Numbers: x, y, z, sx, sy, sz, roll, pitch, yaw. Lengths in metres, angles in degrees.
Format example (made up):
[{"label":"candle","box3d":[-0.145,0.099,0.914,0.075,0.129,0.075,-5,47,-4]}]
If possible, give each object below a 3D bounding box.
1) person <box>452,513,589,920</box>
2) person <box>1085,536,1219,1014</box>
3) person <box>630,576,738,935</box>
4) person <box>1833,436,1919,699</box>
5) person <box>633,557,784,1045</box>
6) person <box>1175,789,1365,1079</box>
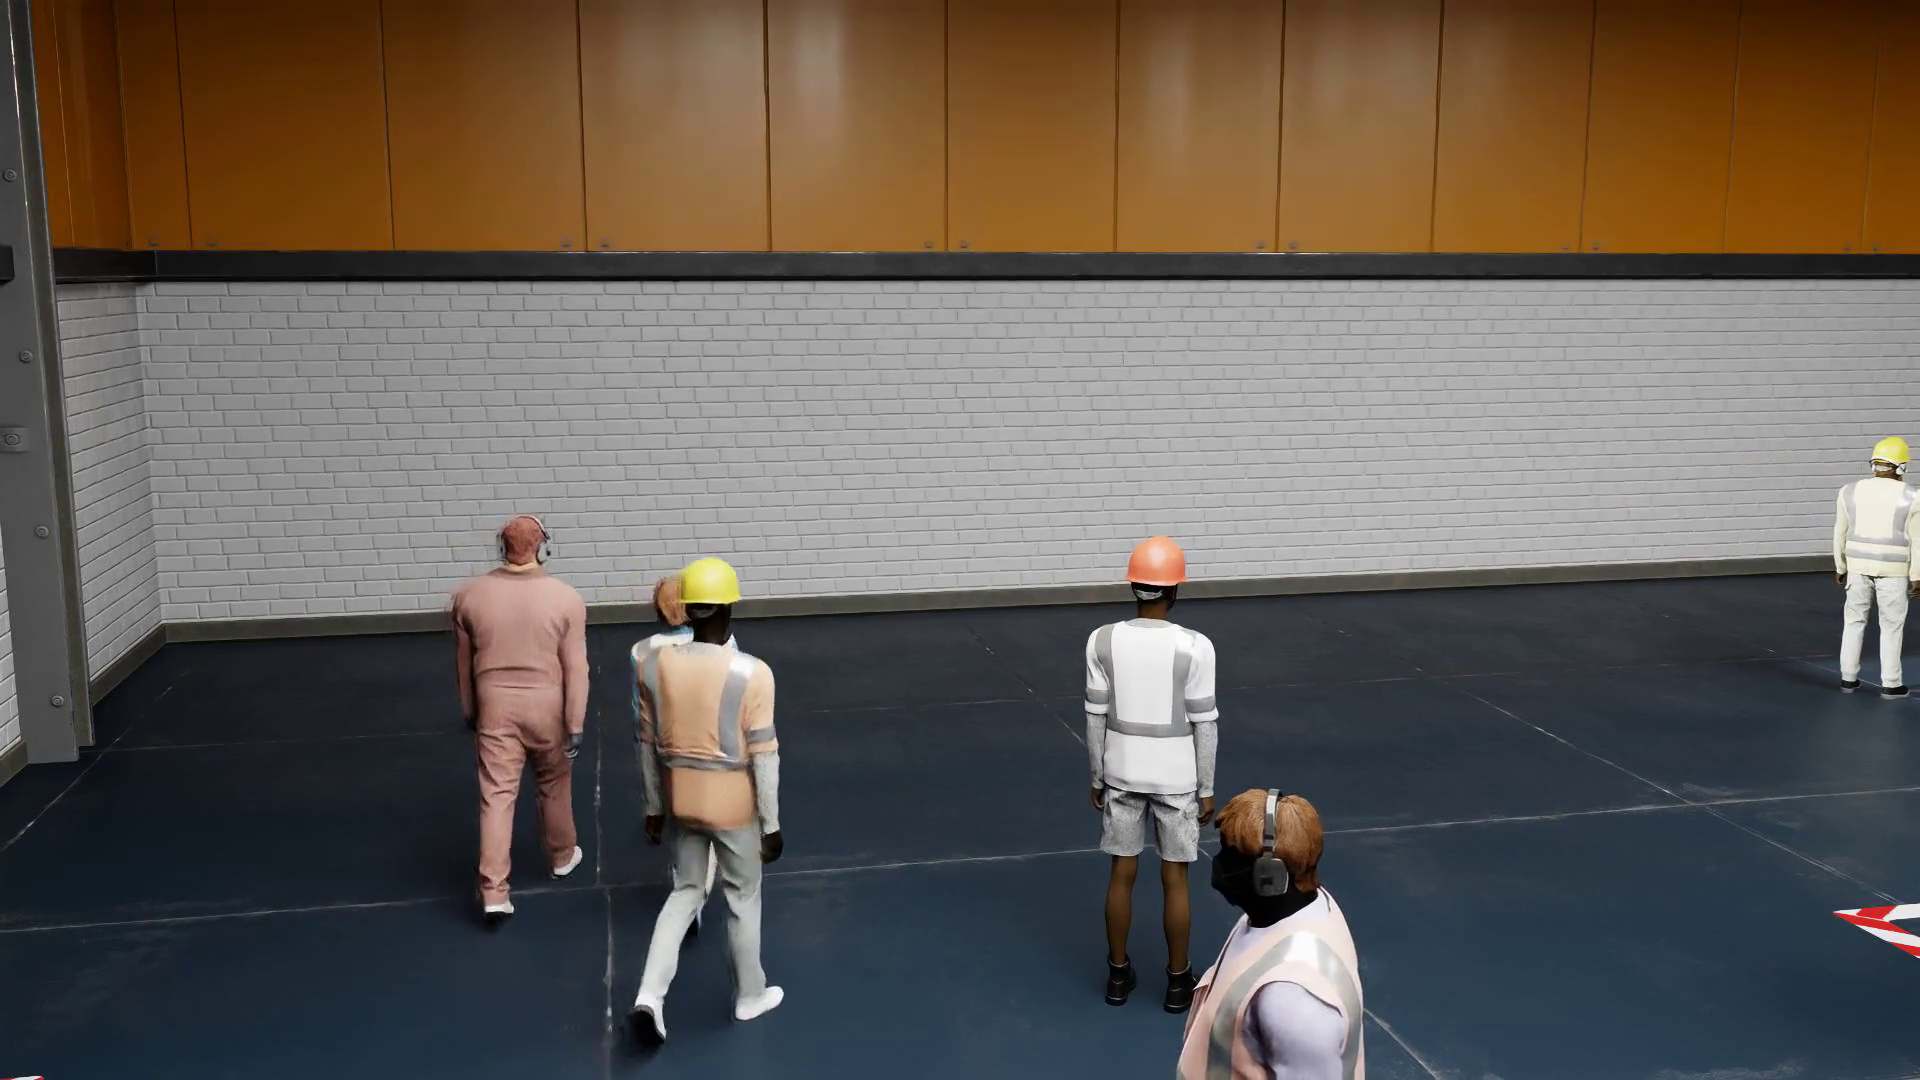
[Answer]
[{"label":"person","box3d":[-2.059,0.807,7.828,0.646,1.867,0.985,0,9,-1]},{"label":"person","box3d":[0.777,0.946,6.724,0.542,1.938,0.358,4,10,21]},{"label":"person","box3d":[-1.228,0.972,7.517,0.526,1.618,0.593,0,9,0]},{"label":"person","box3d":[6.436,0.191,11.643,0.404,1.833,0.591,-9,13,-42]},{"label":"person","box3d":[-0.966,1.011,6.415,0.602,1.908,0.748,4,10,22]},{"label":"person","box3d":[0.706,1.467,3.844,0.429,1.841,0.633,1,9,9]}]
